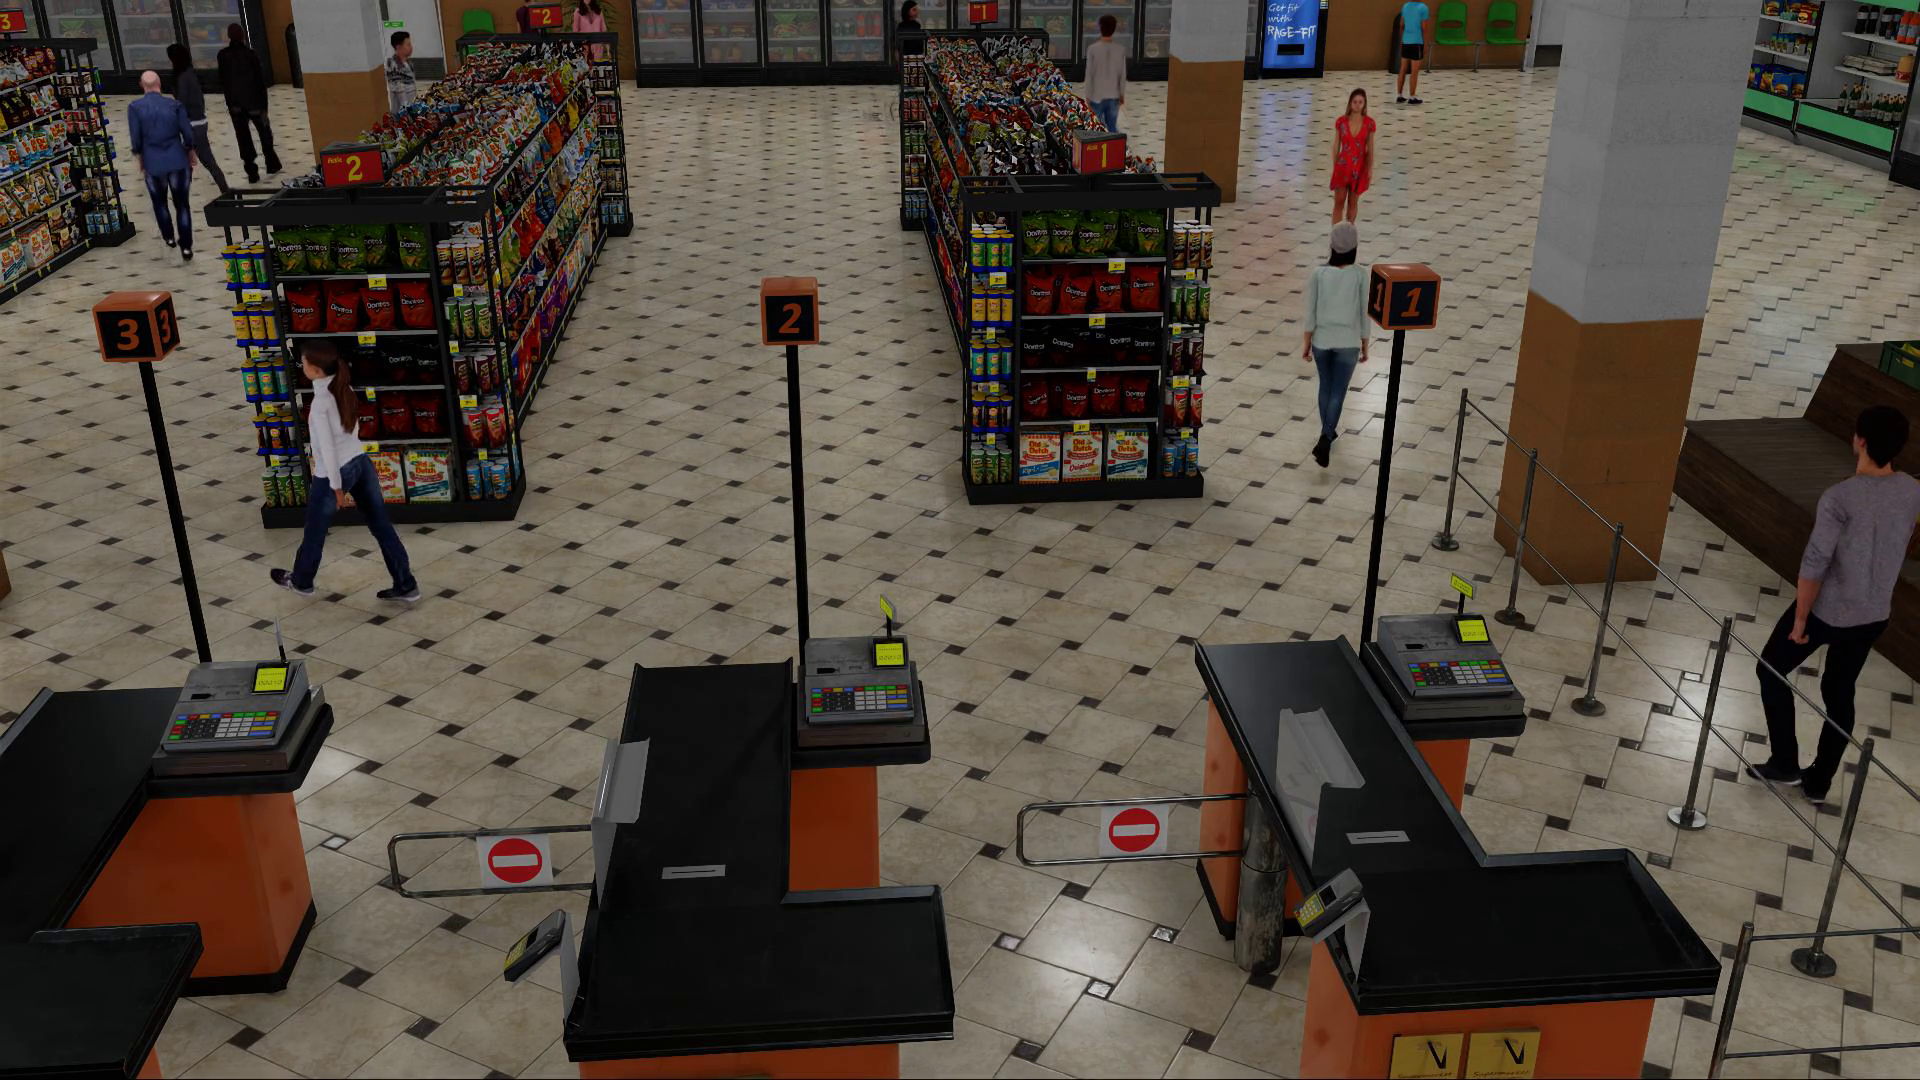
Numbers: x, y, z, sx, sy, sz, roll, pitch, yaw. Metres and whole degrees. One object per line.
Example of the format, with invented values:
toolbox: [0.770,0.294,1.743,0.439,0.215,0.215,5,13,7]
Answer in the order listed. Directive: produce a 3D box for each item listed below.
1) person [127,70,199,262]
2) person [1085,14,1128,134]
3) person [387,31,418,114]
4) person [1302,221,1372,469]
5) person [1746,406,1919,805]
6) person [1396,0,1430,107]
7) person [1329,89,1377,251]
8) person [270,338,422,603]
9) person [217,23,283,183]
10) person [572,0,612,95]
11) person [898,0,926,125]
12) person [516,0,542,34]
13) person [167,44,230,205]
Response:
person: [-7.669,-3.575,16.089,1.001,1.786,1.234,-11,26,-23]
person: [1.742,-5.202,19.728,0.674,1.849,1.172,-2,24,-5]
person: [-6.352,-4.759,18.767,0.808,1.807,1.127,0,24,-1]
person: [2.484,-1.279,11.054,0.915,1.616,1.157,10,25,21]
person: [3.818,0.333,7.101,0.667,1.832,0.611,-3,24,-7]
person: [6.790,-7.449,24.954,0.751,1.777,0.662,-20,31,-38]
person: [3.938,-3.717,16.683,0.728,1.570,0.919,6,24,13]
person: [-3.253,-0.324,9.003,0.873,1.509,1.066,8,25,17]
person: [-8.469,-5.146,19.654,0.735,1.806,0.949,-4,24,-10]
person: [-5.420,-7.085,24.137,0.892,1.763,1.006,-15,28,-31]
person: [-0.708,-6.665,23.271,0.771,1.689,0.713,20,31,38]
person: [-6.079,-6.980,23.783,0.740,1.855,0.763,14,27,29]
person: [-8.387,-4.576,18.436,0.828,1.738,0.949,-8,25,-19]
